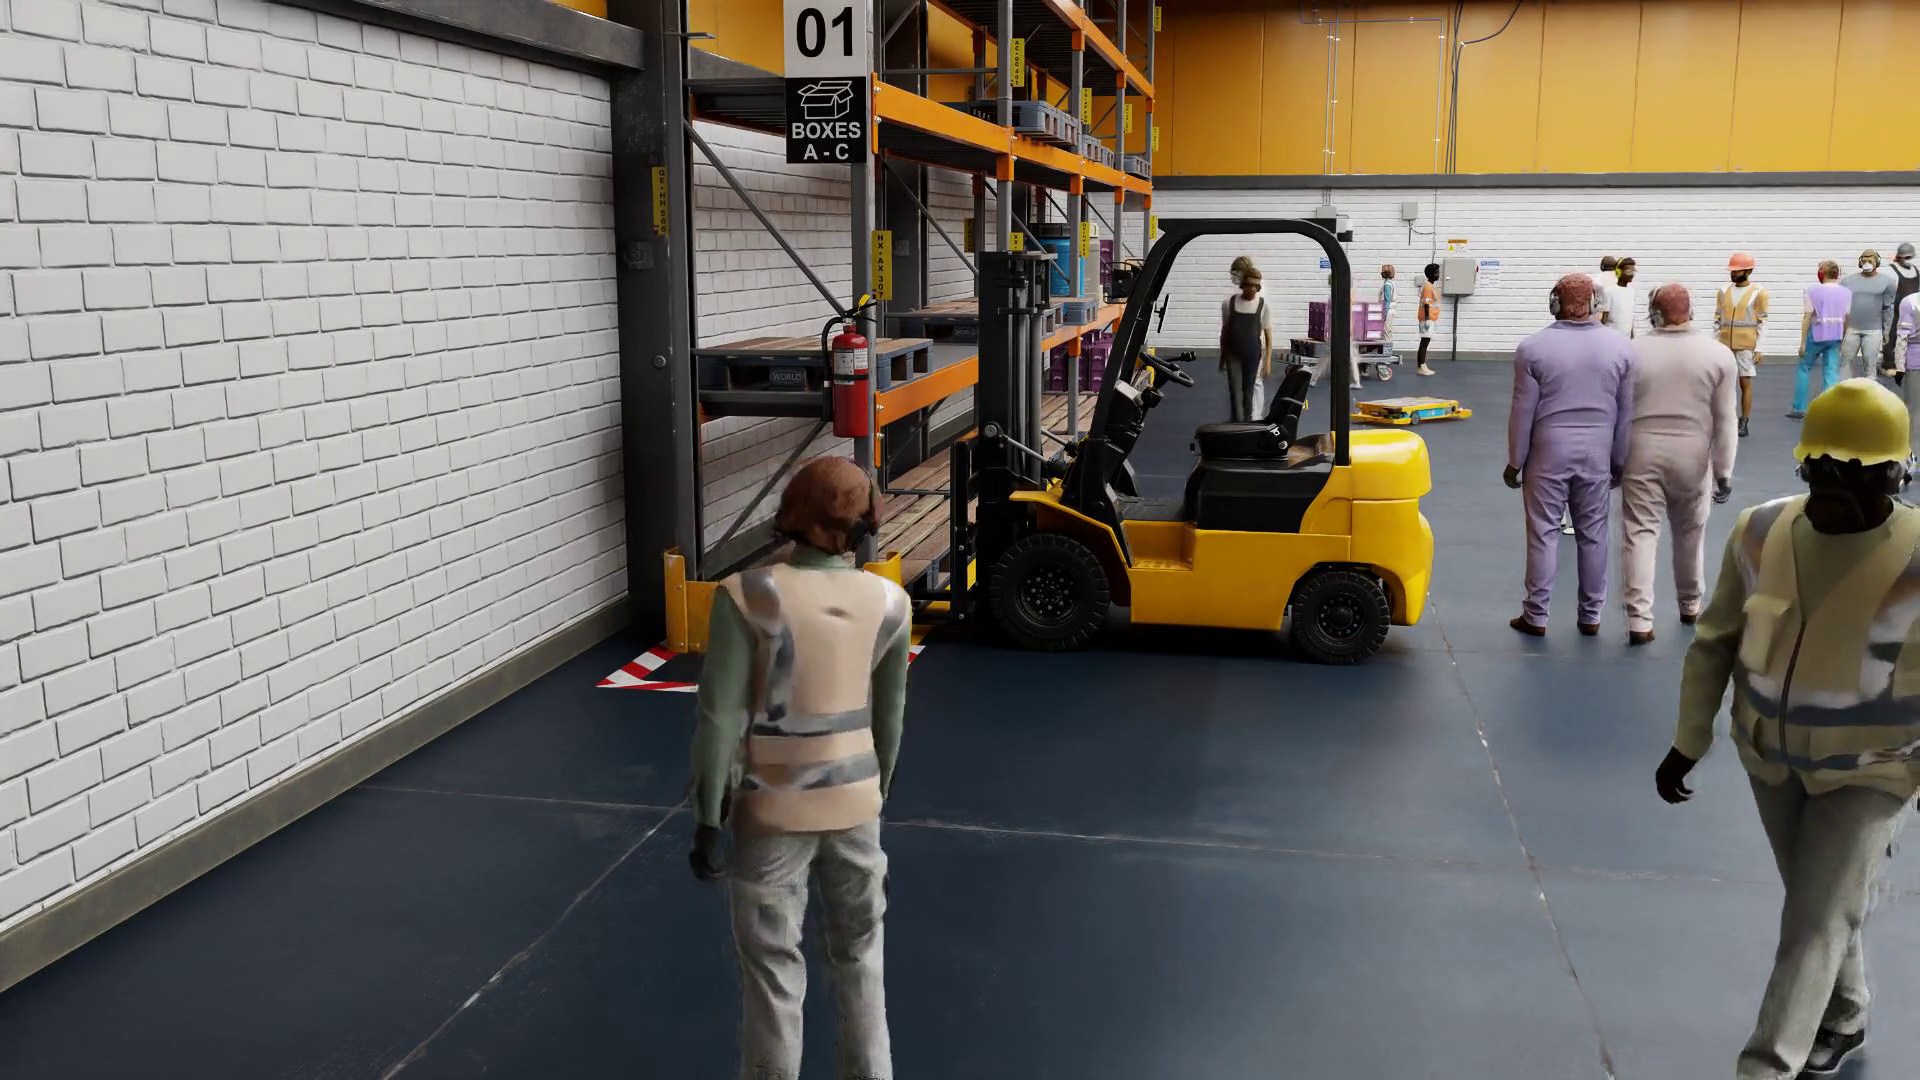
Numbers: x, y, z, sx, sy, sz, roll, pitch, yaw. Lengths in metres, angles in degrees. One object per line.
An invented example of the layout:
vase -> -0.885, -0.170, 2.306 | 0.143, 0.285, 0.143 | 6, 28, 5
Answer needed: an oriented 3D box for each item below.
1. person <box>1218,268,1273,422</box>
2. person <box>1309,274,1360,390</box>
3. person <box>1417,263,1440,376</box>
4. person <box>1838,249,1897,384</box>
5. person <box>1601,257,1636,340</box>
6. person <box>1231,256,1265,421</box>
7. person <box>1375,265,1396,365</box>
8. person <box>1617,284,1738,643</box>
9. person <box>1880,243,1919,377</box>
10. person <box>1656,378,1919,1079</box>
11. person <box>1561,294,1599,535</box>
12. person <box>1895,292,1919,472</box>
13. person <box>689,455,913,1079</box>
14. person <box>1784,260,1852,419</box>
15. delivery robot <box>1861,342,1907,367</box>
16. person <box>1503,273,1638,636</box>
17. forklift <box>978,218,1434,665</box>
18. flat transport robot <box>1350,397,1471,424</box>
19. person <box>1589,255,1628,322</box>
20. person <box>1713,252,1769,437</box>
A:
person -> 2.815, -1.787, 16.446 | 0.518, 1.780, 0.948 | 2, 11, 12
person -> 5.130, -2.858, 22.836 | 0.891, 1.590, 0.523 | 8, 13, 39
person -> 7.079, -3.325, 25.118 | 0.317, 1.695, 0.540 | 4, 11, 21
person -> 10.917, -2.532, 20.106 | 0.627, 1.940, 0.373 | 7, 12, 34
person -> 7.336, -2.208, 18.528 | 0.549, 1.868, 0.315 | -6, 12, -28
person -> 2.987, -1.969, 17.184 | 0.368, 1.895, 0.743 | 5, 11, 25
person -> 6.994, -3.689, 27.272 | 0.308, 1.641, 0.514 | 3, 11, 15
person -> 3.711, -0.407, 8.737 | 0.674, 1.844, 0.995 | 5, 11, 26
person -> 14.123, -3.475, 24.994 | 0.699, 2.000, 0.653 | -4, 11, -19
person -> 1.980, 0.510, 3.881 | 0.957, 1.768, 0.581 | -7, 12, -33
person -> 4.324, -0.922, 11.750 | 0.315, 1.769, 0.523 | -4, 11, -20
person -> 8.648, -1.563, 14.824 | 0.585, 1.927, 0.366 | 1, 10, 6
person -> -0.379, 0.627, 3.686 | 0.632, 1.611, 0.326 | -8, 13, -36
person -> 9.710, -2.242, 18.827 | 0.608, 1.814, 0.771 | -1, 10, -4
delivery robot -> 14.188, -2.857, 25.426 | 0.707, 0.478, 0.477 | 1, 10, 6
person -> 3.175, -0.437, 8.724 | 0.639, 1.903, 0.407 | 0, 10, 1
forklift -> 1.285, -0.567, 8.635 | 2.313, 2.155, 1.214 | 2, 11, 11
flat transport robot -> 5.110, -1.477, 18.899 | 1.431, 0.197, 0.652 | -8, 13, -38
person -> 9.511, -3.284, 24.540 | 0.634, 1.826, 0.712 | -1, 10, -5
person -> 8.154, -2.047, 17.458 | 0.376, 1.934, 0.548 | -8, 13, -38
